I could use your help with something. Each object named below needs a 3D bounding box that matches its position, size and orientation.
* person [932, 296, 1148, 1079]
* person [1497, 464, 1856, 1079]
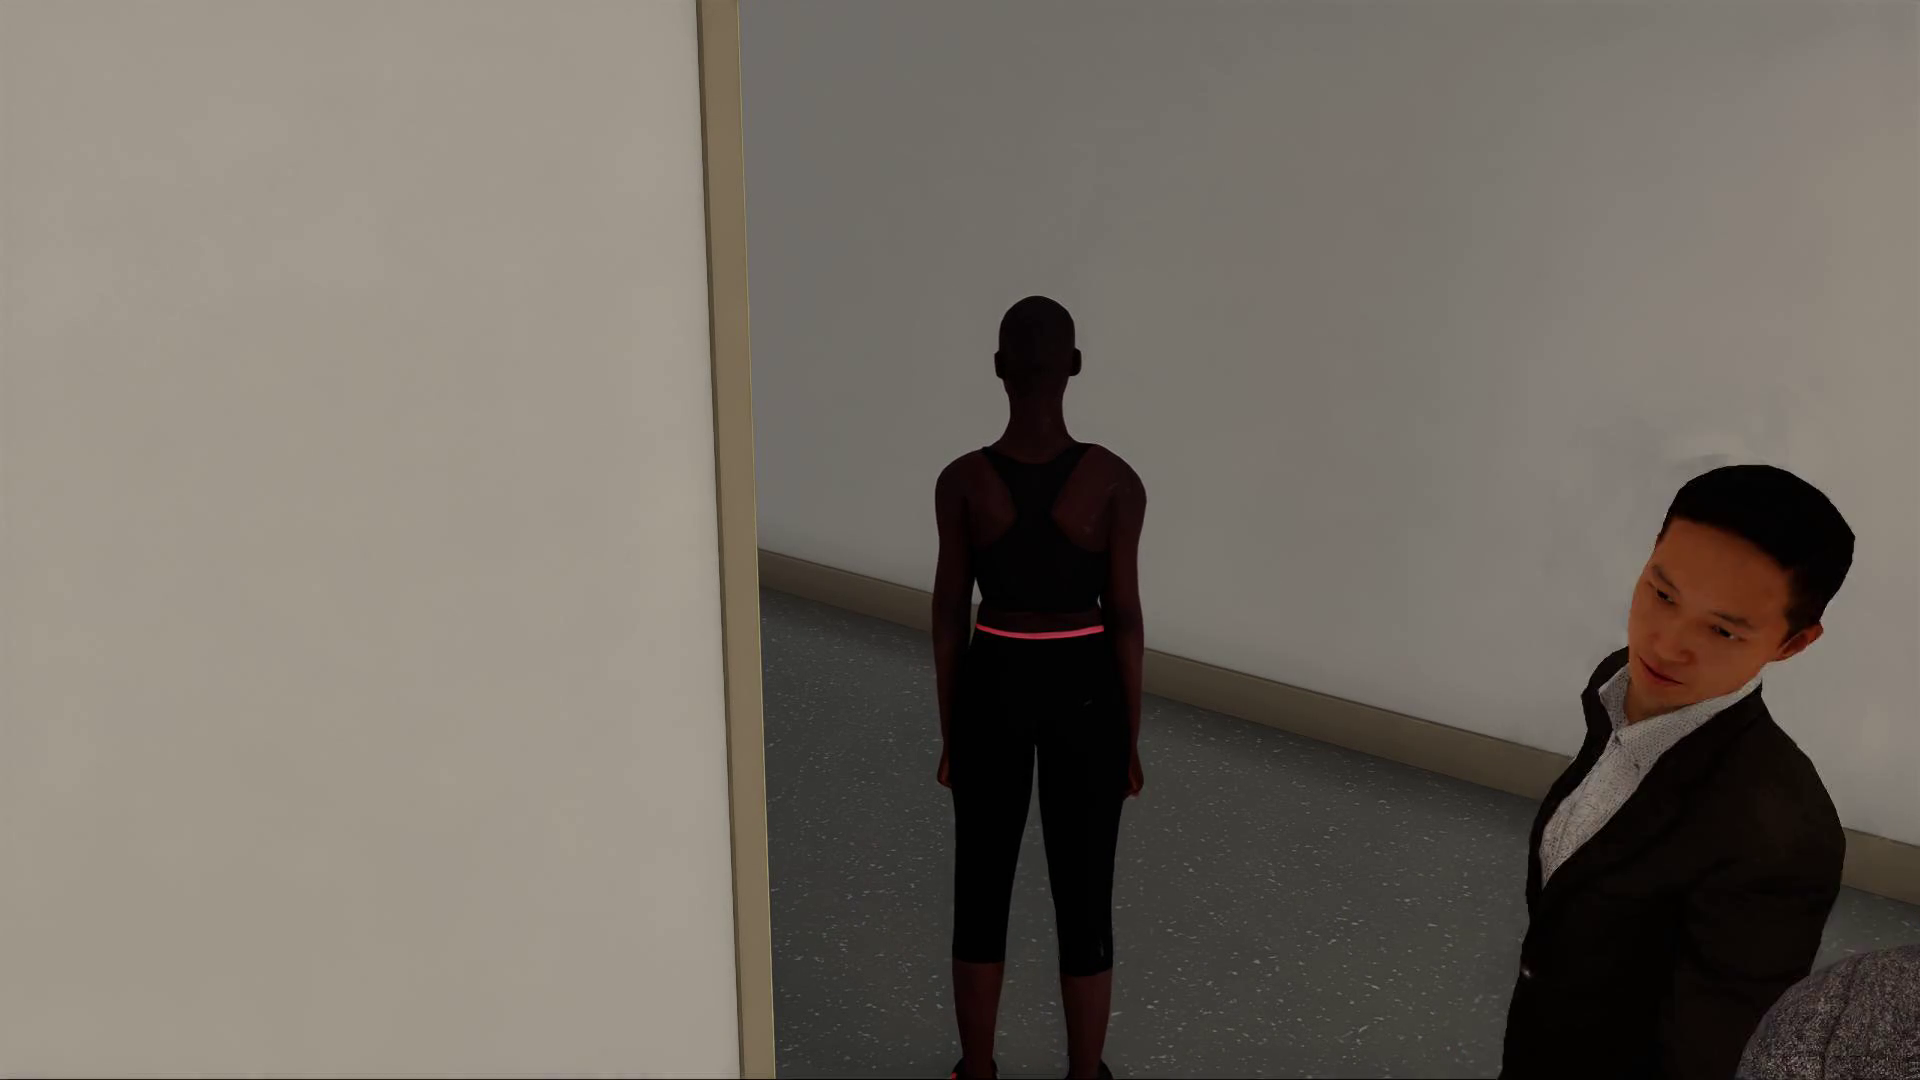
[{"bbox_3d":[0.152,0.389,3.355,0.672,1.755,0.695,2,16,7],"label":"person"},{"bbox_3d":[0.845,0.751,2.067,0.959,1.759,0.838,4,16,14],"label":"person"}]
